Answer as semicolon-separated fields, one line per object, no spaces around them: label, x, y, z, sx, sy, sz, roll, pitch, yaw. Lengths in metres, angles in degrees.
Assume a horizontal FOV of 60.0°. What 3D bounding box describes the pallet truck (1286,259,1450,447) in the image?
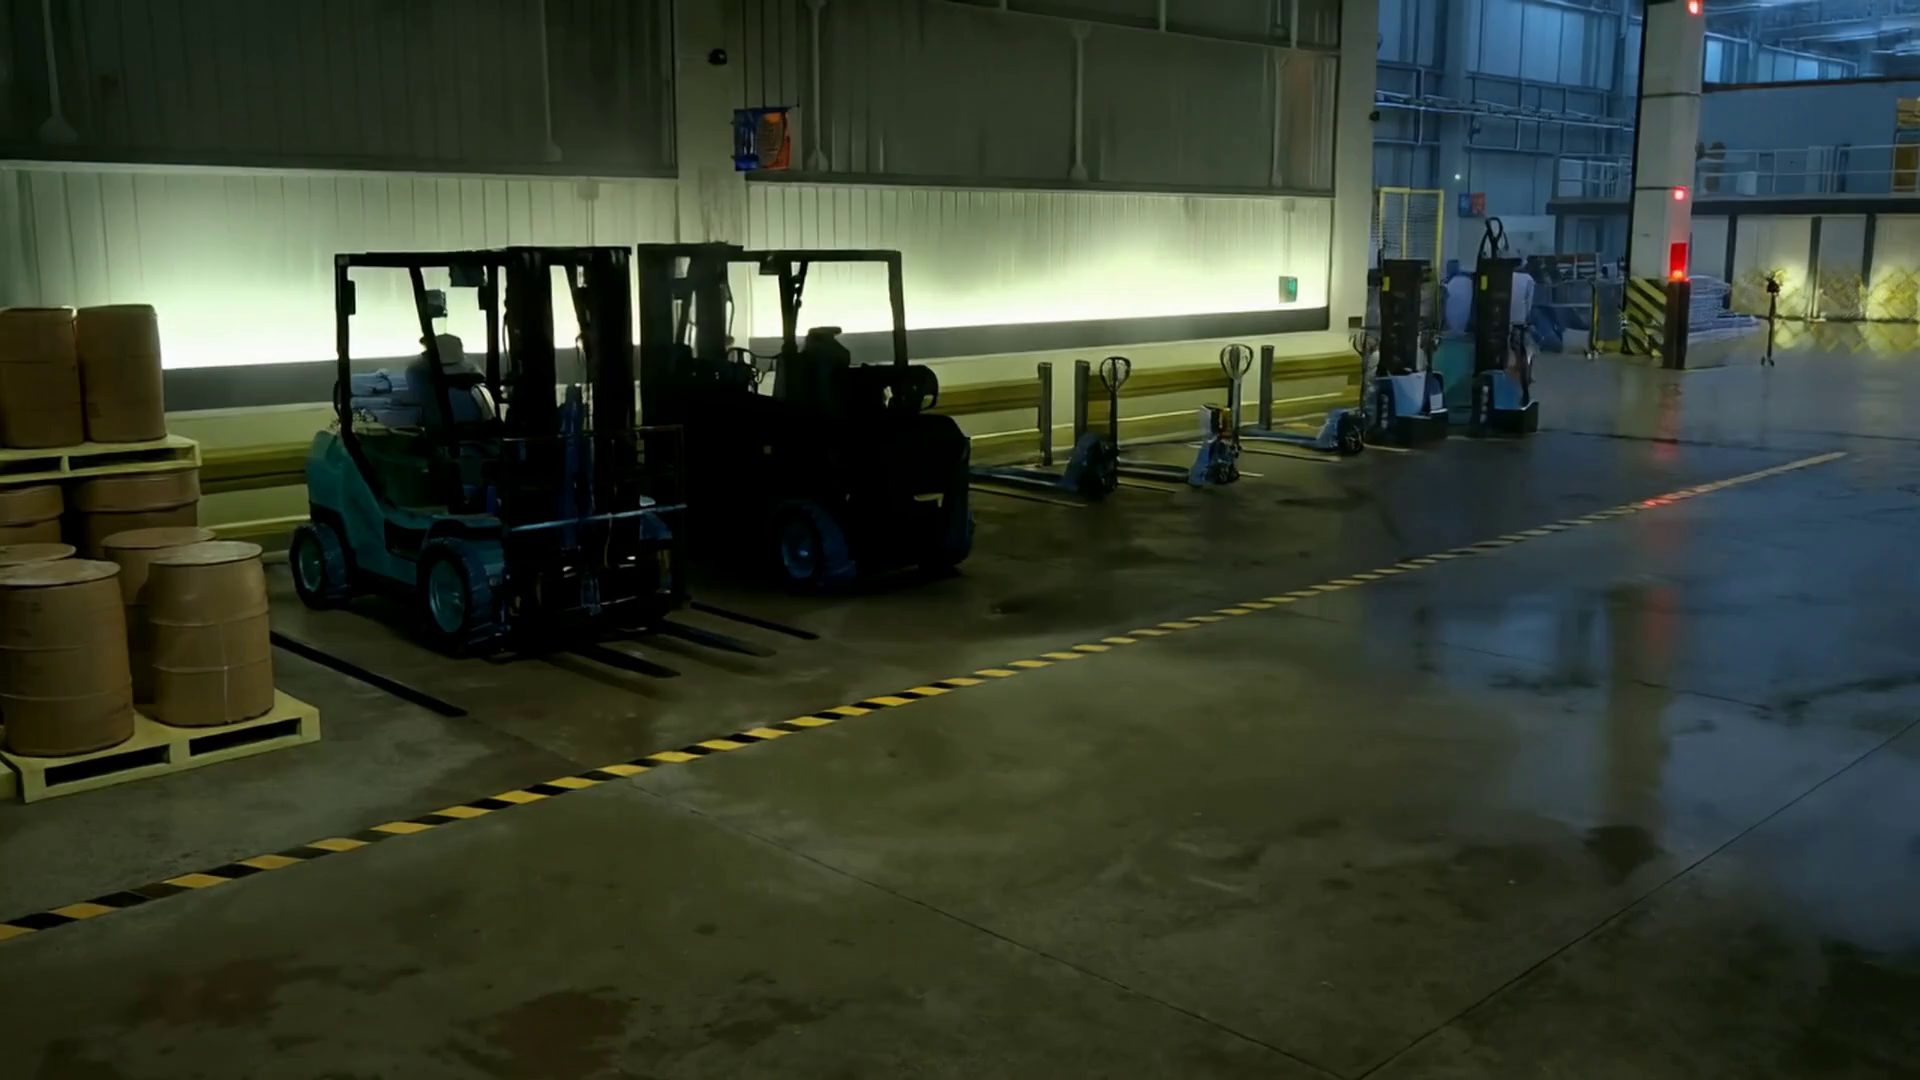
pallet truck;4.493;-2.078;18.196;0.823;1.965;1.885;-9;14;-40

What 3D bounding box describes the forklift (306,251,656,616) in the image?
forklift;-2.833;-0.669;9.694;1.157;1.987;2.680;-10;14;-44

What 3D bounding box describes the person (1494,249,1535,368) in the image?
person;7.958;-3.168;24.009;0.605;2.045;0.378;-3;11;-17

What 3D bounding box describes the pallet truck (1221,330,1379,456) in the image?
pallet truck;3.563;-1.581;17.381;0.653;1.274;1.630;-10;14;-44

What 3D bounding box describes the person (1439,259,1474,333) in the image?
person;7.703;-3.398;25.705;0.651;1.880;0.736;-6;12;-32

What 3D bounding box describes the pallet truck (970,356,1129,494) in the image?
pallet truck;0.784;-1.085;14.876;0.680;1.201;1.601;-10;14;-44

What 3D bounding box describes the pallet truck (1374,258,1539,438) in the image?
pallet truck;5.704;-2.208;18.901;1.885;1.965;0.823;10;14;43

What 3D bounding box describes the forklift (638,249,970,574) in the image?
forklift;-1.173;-0.958;11.239;2.680;1.987;1.157;10;14;43

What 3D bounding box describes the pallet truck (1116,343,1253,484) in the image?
pallet truck;1.962;-1.215;15.415;1.522;1.261;0.704;10;14;43
